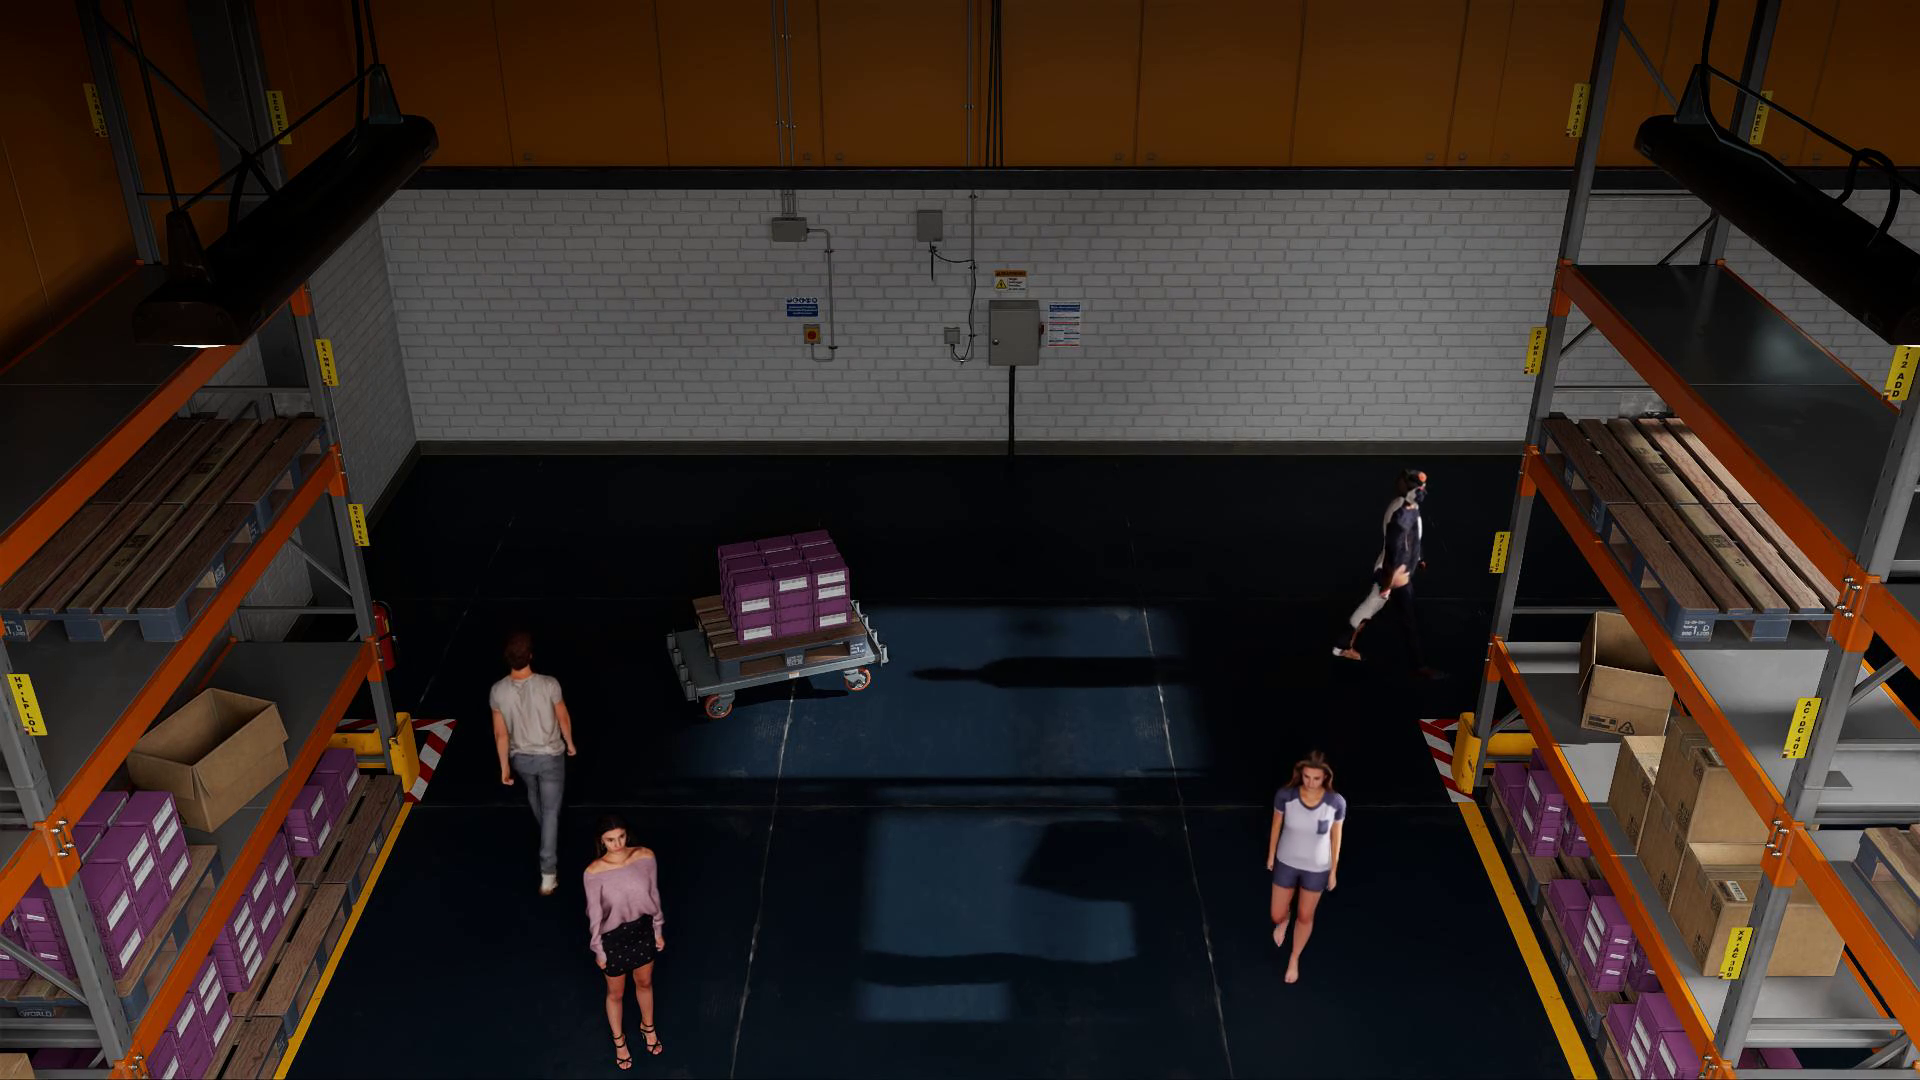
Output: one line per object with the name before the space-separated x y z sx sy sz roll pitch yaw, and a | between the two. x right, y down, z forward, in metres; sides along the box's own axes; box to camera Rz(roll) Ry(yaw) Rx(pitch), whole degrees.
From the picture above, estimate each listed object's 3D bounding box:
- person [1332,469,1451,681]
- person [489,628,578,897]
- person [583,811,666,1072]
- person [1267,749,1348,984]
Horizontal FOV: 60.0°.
person | 3.427 0.262 13.433 1.008 1.848 1.218 9 30 16
person | -2.838 1.507 11.141 0.699 1.857 1.227 -2 29 -4
person | -1.948 2.325 9.689 0.695 1.812 0.704 -16 33 -27
person | 2.158 1.978 10.422 0.694 1.721 0.762 8 30 15
